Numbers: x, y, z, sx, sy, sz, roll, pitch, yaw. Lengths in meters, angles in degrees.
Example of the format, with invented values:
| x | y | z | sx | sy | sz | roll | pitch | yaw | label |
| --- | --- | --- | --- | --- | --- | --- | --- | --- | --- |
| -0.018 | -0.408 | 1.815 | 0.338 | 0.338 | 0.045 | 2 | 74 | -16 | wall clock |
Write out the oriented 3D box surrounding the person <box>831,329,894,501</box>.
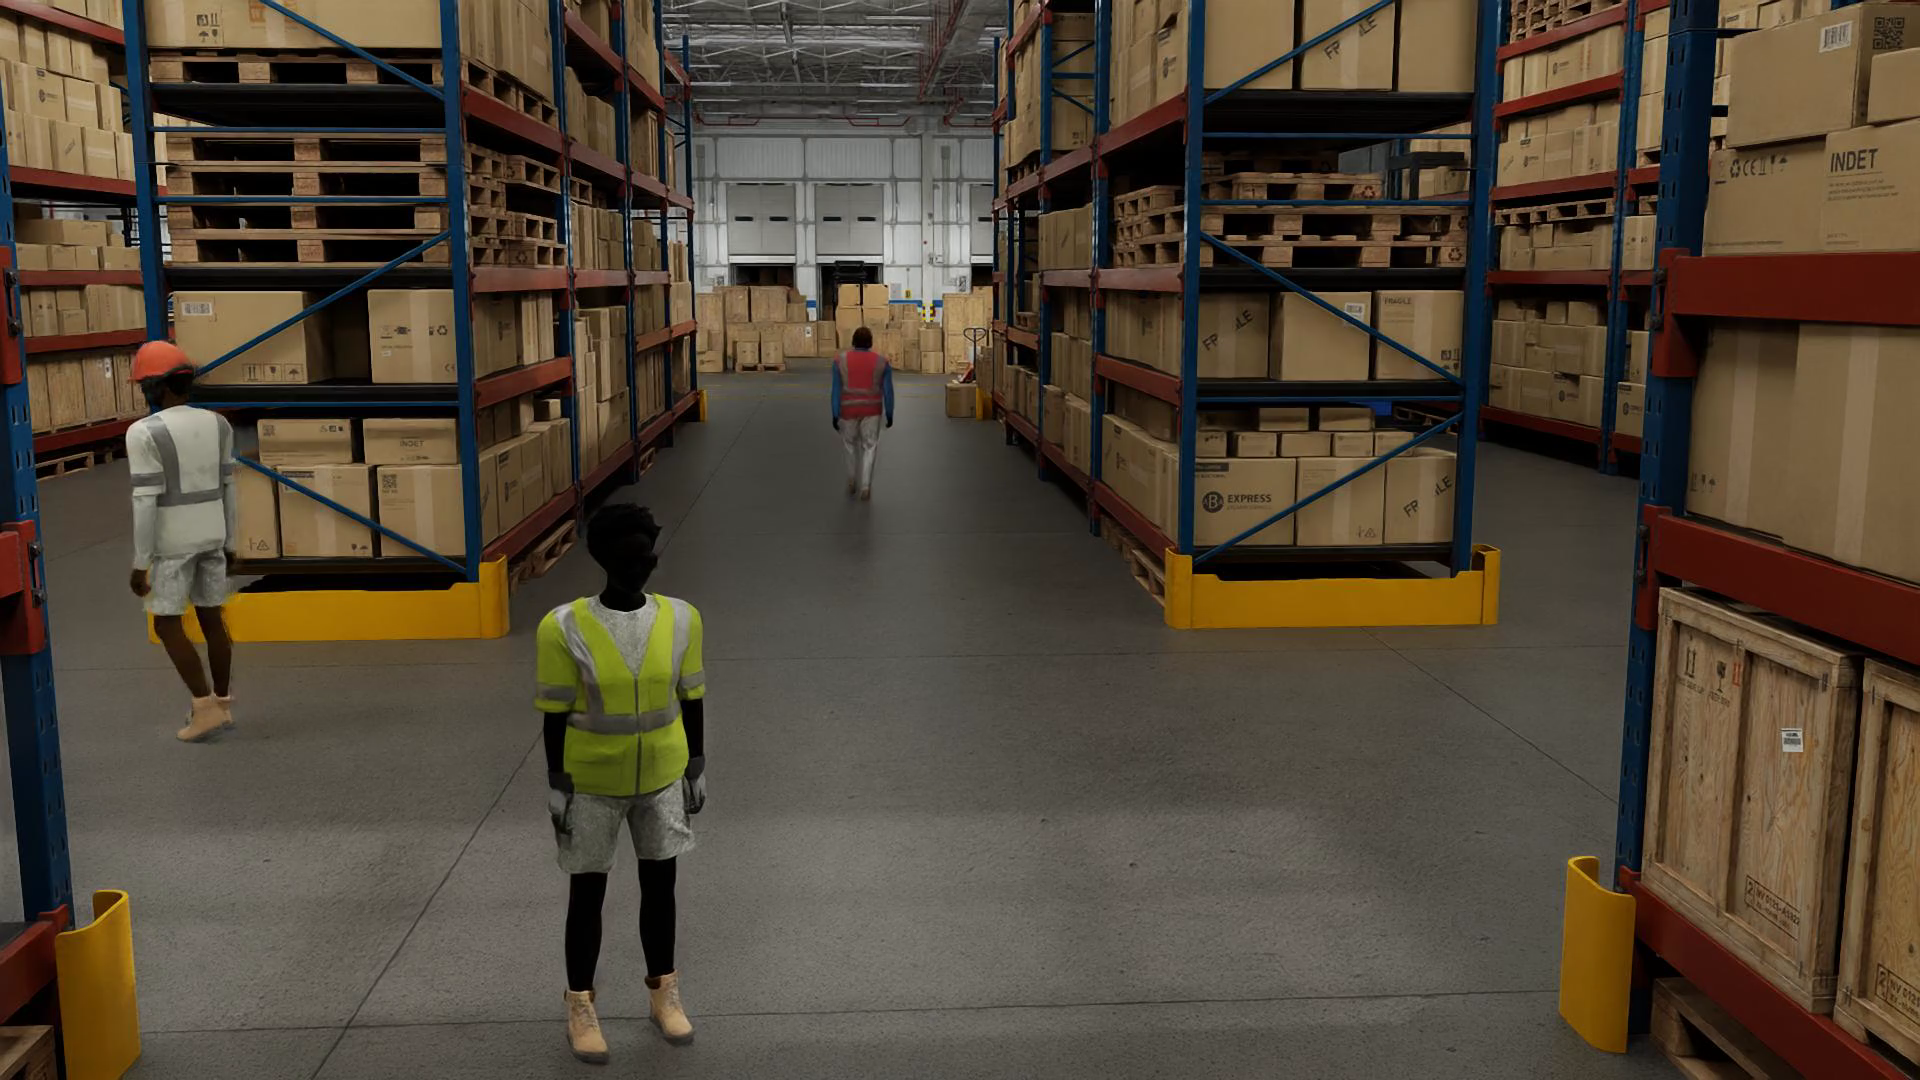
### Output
| x | y | z | sx | sy | sz | roll | pitch | yaw | label |
| --- | --- | --- | --- | --- | --- | --- | --- | --- | --- |
| -1.026 | -1.339 | 17.647 | 0.656 | 1.788 | 0.964 | 0 | 9 | -2 | person |

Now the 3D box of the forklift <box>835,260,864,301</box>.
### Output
| x | y | z | sx | sy | sz | roll | pitch | yaw | label |
| --- | --- | --- | --- | --- | --- | --- | --- | --- | --- |
| -3.478 | -7.434 | 52.512 | 1.129 | 2.768 | 1.873 | -1 | 9 | -4 | forklift |

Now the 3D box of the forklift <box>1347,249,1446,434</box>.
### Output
| x | y | z | sx | sy | sz | roll | pitch | yaw | label |
| --- | --- | --- | --- | --- | --- | --- | --- | --- | --- |
| 6.139 | -2.989 | 24.596 | 1.873 | 2.768 | 1.129 | -1 | 9 | -4 | forklift |

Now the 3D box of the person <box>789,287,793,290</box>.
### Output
| x | y | z | sx | sy | sz | roll | pitch | yaw | label |
| --- | --- | --- | --- | --- | --- | --- | --- | --- | --- |
| -5.957 | -7.933 | 58.591 | 0.547 | 1.938 | 0.377 | -4 | 10 | -23 | person |

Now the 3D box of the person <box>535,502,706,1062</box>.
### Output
| x | y | z | sx | sy | sz | roll | pitch | yaw | label |
| --- | --- | --- | --- | --- | --- | --- | --- | --- | --- |
| -1.011 | 0.720 | 5.040 | 0.535 | 1.694 | 0.319 | -5 | 10 | -29 | person |

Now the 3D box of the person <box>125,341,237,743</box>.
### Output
| x | y | z | sx | sy | sz | roll | pitch | yaw | label |
| --- | --- | --- | --- | --- | --- | --- | --- | --- | --- |
| -3.903 | 0.015 | 8.425 | 0.511 | 2.027 | 0.684 | 4 | 10 | 23 | person |

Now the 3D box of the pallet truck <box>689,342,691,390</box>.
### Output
| x | y | z | sx | sy | sz | roll | pitch | yaw | label |
| --- | --- | --- | --- | --- | --- | --- | --- | --- | --- |
| -5.225 | -3.008 | 27.480 | 1.885 | 1.965 | 0.823 | 2 | 9 | 14 | pallet truck |
